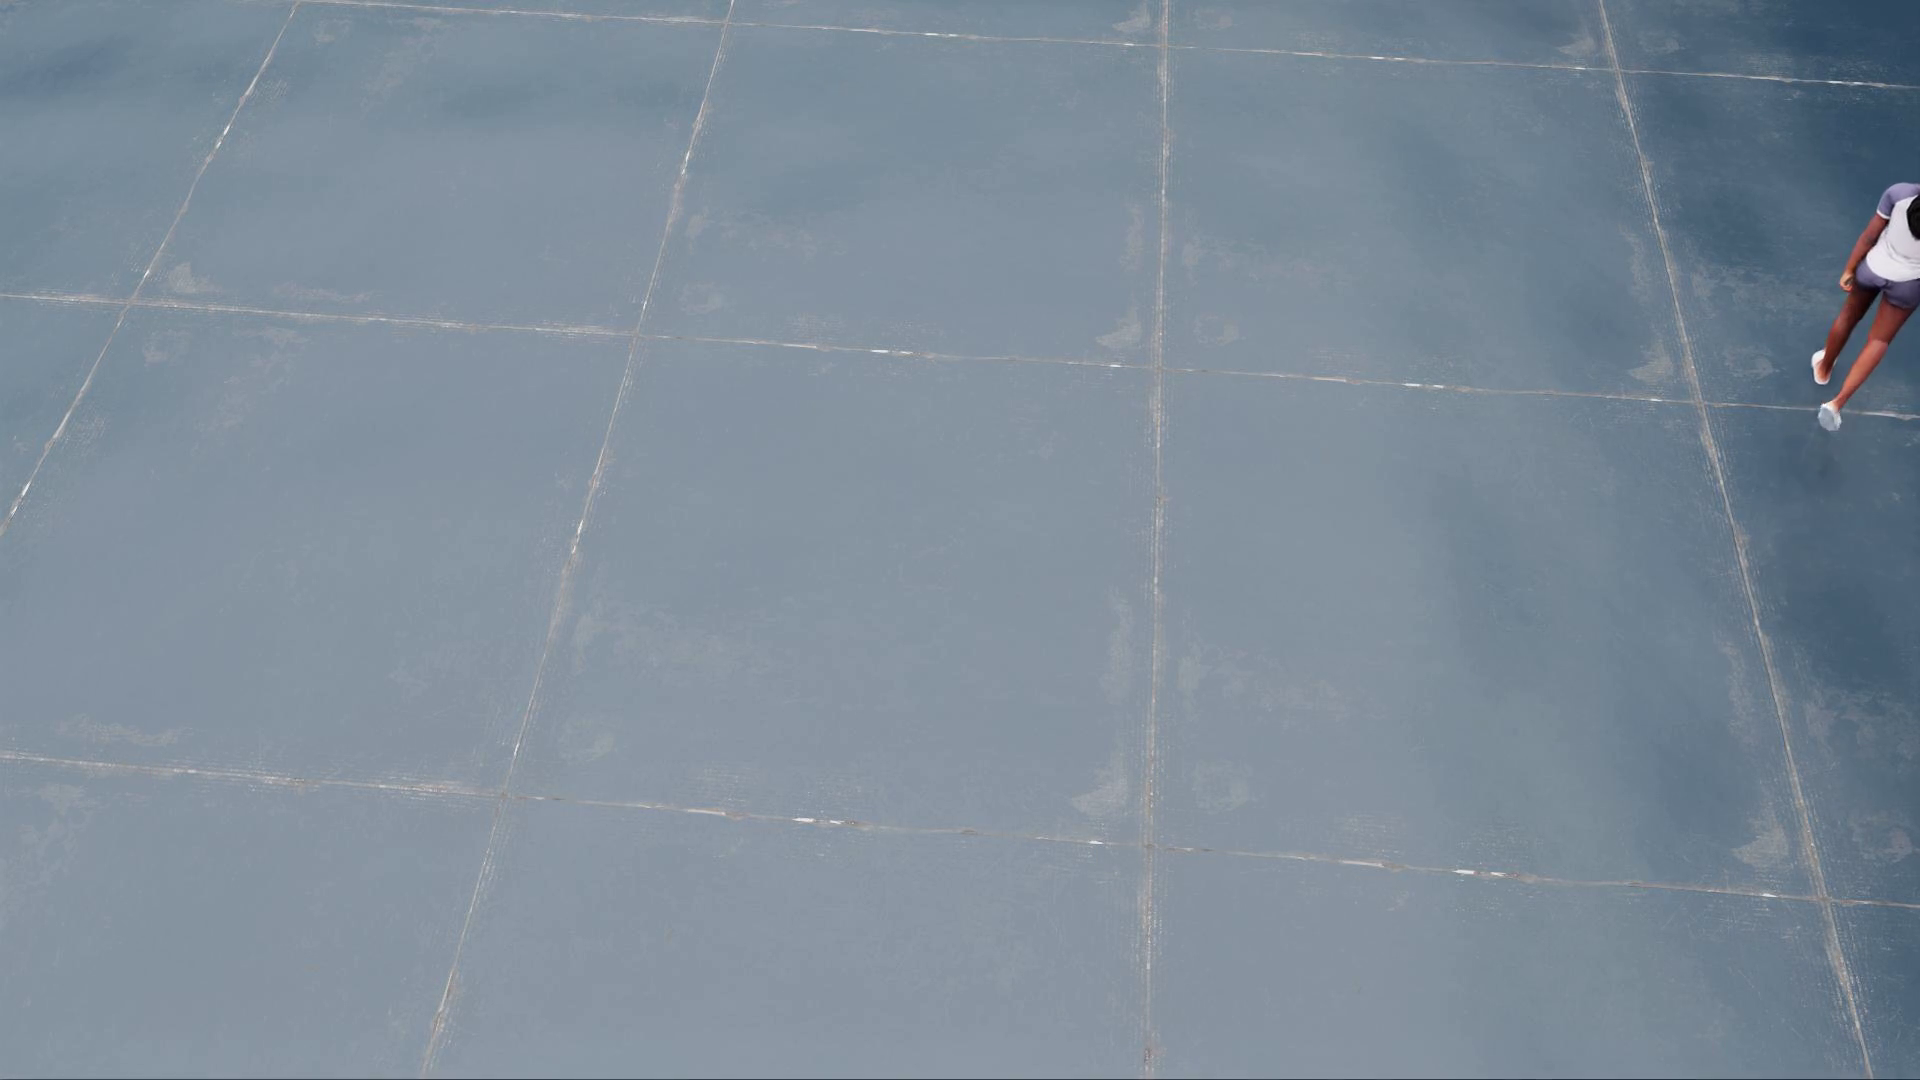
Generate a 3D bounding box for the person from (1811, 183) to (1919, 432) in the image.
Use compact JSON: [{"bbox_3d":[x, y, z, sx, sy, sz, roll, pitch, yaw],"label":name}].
[{"bbox_3d":[4.761,-1.281,8.549,1.043,1.702,0.956,26,57,19],"label":"person"}]
